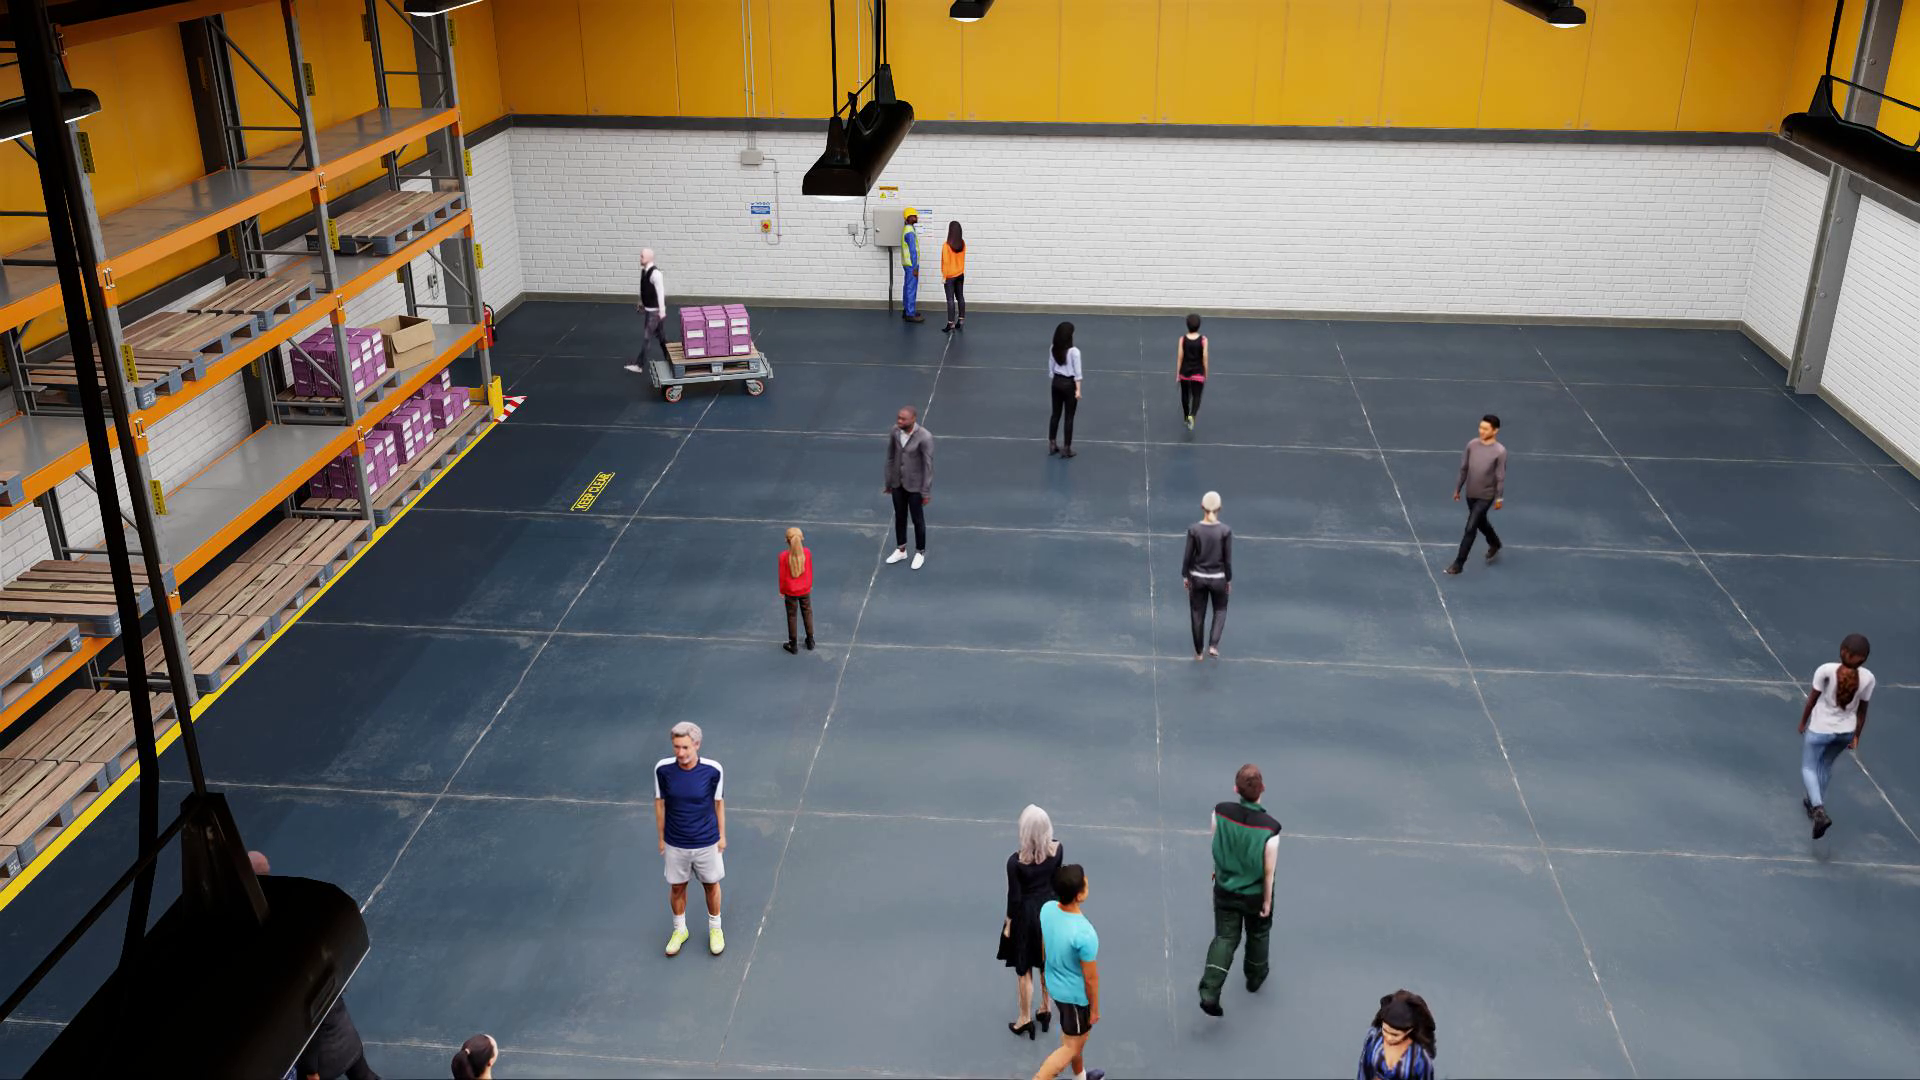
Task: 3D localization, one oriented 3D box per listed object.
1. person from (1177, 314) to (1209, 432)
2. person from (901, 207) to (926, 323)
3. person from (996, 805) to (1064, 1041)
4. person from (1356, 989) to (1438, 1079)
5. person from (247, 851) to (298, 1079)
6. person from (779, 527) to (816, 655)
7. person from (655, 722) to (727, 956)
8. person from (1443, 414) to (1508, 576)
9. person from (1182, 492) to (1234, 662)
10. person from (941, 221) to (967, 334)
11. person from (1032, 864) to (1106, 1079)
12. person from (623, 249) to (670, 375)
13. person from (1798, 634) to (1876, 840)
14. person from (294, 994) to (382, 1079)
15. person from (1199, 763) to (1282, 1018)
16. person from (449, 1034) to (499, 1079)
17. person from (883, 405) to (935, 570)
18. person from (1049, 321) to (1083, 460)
[{"bbox_3d":[3.026,-2.161,21.708,0.663,1.530,0.965,6,24,14],"label":"person"},{"bbox_3d":[-0.778,-4.402,26.481,0.787,1.813,0.607,-4,24,-9],"label":"person"},{"bbox_3d":[0.473,2.478,10.825,0.698,1.747,0.738,-14,27,-29],"label":"person"},{"bbox_3d":[2.488,3.183,9.375,0.832,1.616,0.899,17,29,33],"label":"person"},{"bbox_3d":[-4.208,2.734,10.160,0.707,1.809,0.836,-1,24,-2],"label":"person"},{"bbox_3d":[-1.572,0.472,15.996,0.576,1.281,0.610,-11,26,-24],"label":"person"},{"bbox_3d":[-1.879,2.068,11.647,0.656,1.839,0.586,-1,24,-2],"label":"person"},{"bbox_3d":[5.588,-0.491,17.640,1.196,1.728,1.181,6,24,14],"label":"person"},{"bbox_3d":[2.338,0.380,15.657,0.647,1.720,0.600,5,24,10],"label":"person"},{"bbox_3d":[-0.087,-4.111,25.896,0.766,1.749,0.685,21,31,39],"label":"person"},{"bbox_3d":[0.598,2.783,10.122,1.091,1.751,1.074,-16,28,-32],"label":"person"},{"bbox_3d":[-4.346,-3.302,23.989,1.118,1.792,1.127,-13,27,-28],"label":"person"},{"bbox_3d":[6.826,1.544,13.020,0.612,1.699,0.973,4,24,9],"label":"person"},{"bbox_3d":[-3.646,2.942,9.757,0.744,1.752,0.960,2,24,4],"label":"person"},{"bbox_3d":[1.836,2.349,11.045,0.913,1.807,1.166,13,27,27],"label":"person"},{"bbox_3d":[-2.514,3.343,8.965,0.619,1.650,0.555,5,24,11],"label":"person"},{"bbox_3d":[-0.539,-0.592,17.766,0.802,1.811,0.766,13,27,28],"label":"person"},{"bbox_3d":[1.298,-1.884,20.806,0.721,1.744,0.737,18,30,36],"label":"person"}]
